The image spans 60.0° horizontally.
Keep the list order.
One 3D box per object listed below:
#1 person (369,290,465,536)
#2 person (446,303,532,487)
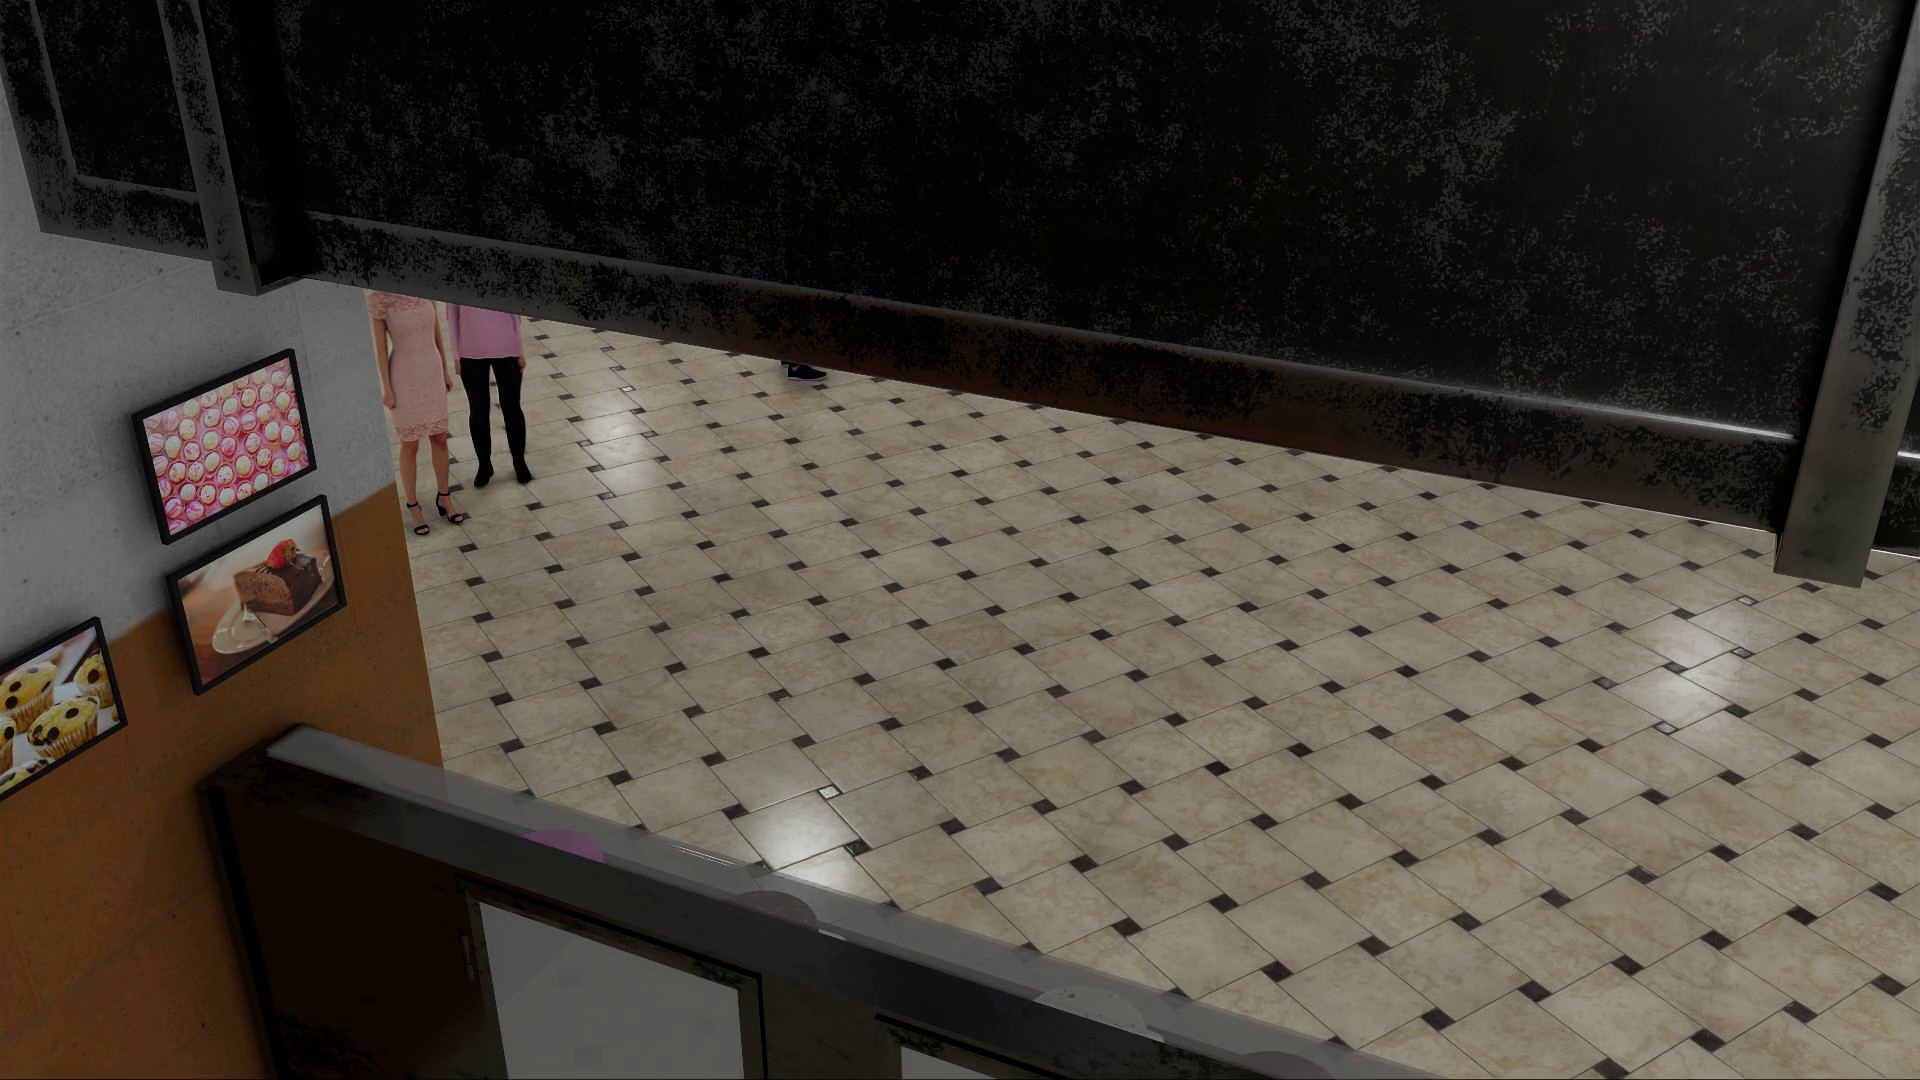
[{"bbox_3d":[-3.173,-0.919,9.709,0.566,1.829,0.703,-22,35,-37],"label":"person"},{"bbox_3d":[-2.923,-1.161,10.342,0.688,1.687,0.729,-6,28,-12],"label":"person"}]
